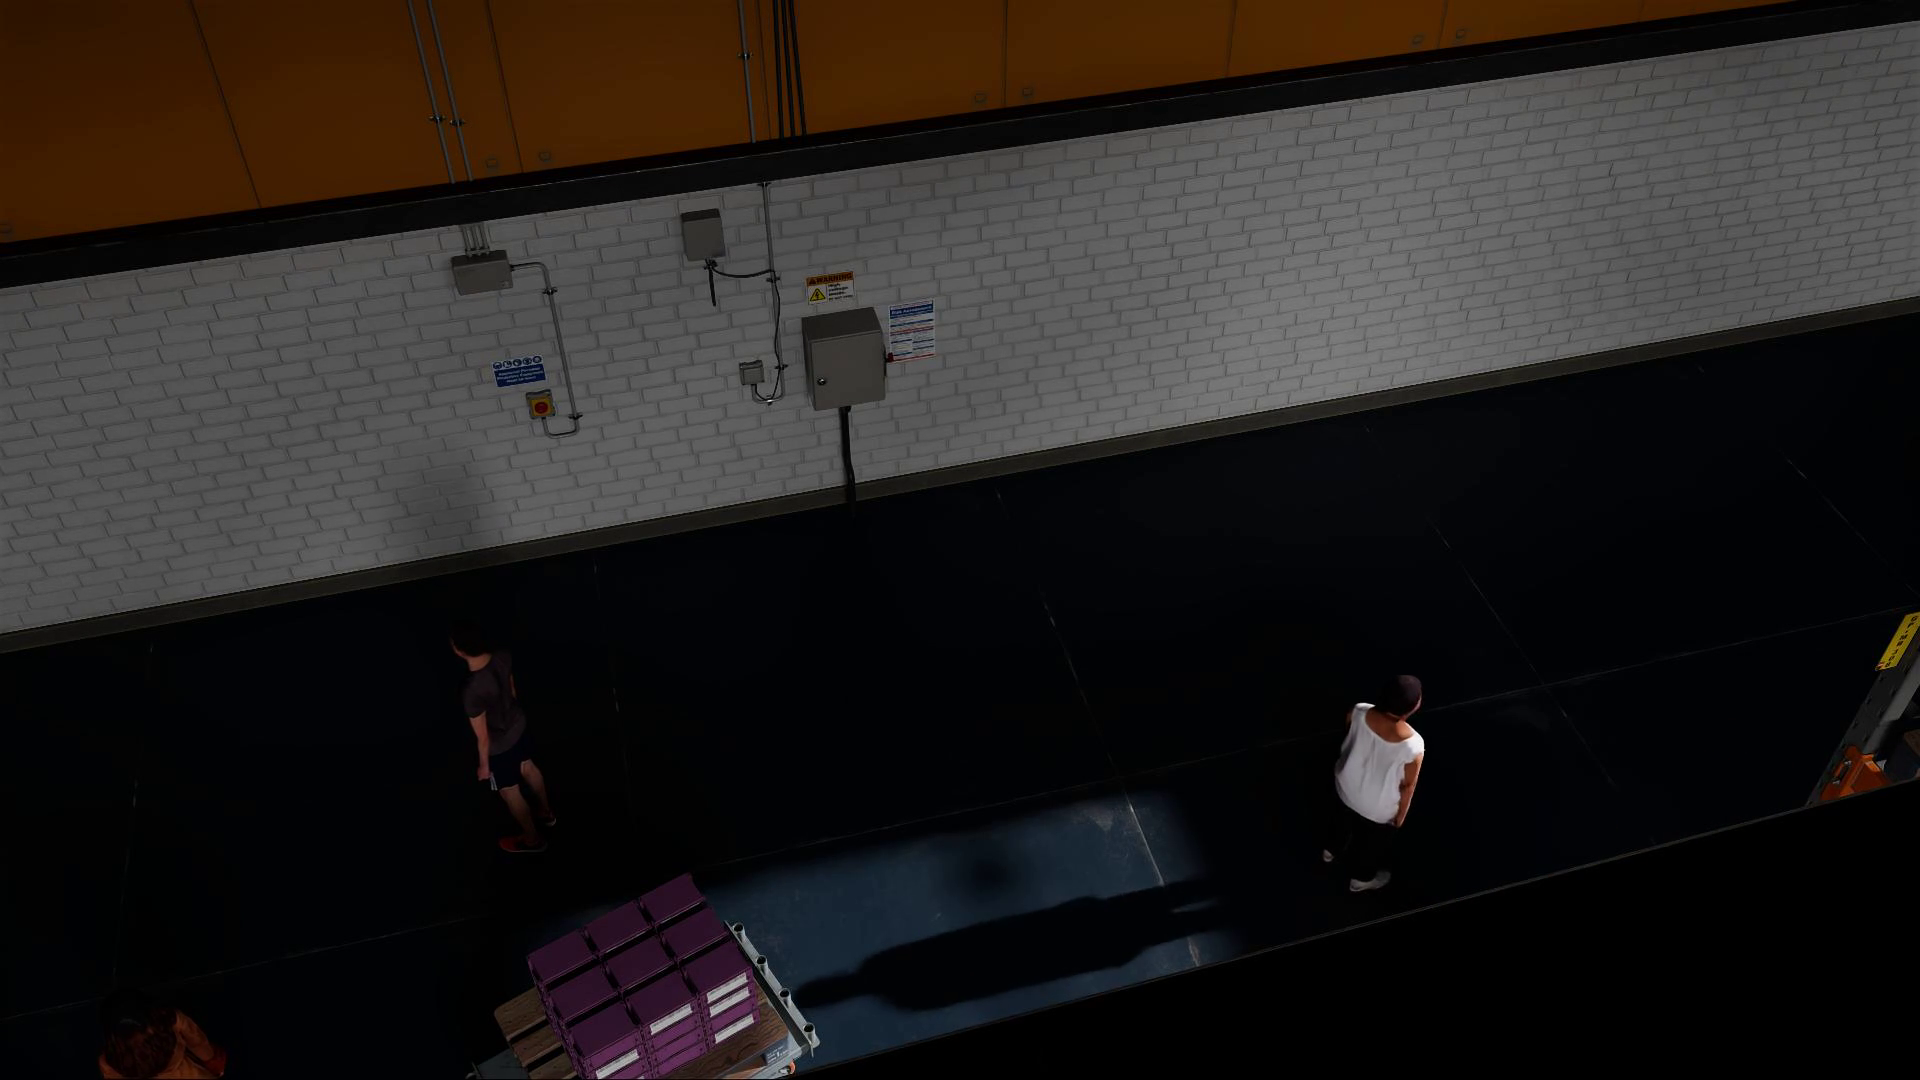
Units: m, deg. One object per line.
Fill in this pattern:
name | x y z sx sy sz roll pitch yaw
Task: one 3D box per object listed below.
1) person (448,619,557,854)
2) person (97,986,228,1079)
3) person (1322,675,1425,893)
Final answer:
person | -2.631 1.128 9.560 0.791 1.852 0.650 9 44 9
person | -3.783 2.671 8.036 0.780 1.720 0.788 35 53 31
person | 2.348 1.375 9.420 0.824 1.687 0.718 -29 51 -27
